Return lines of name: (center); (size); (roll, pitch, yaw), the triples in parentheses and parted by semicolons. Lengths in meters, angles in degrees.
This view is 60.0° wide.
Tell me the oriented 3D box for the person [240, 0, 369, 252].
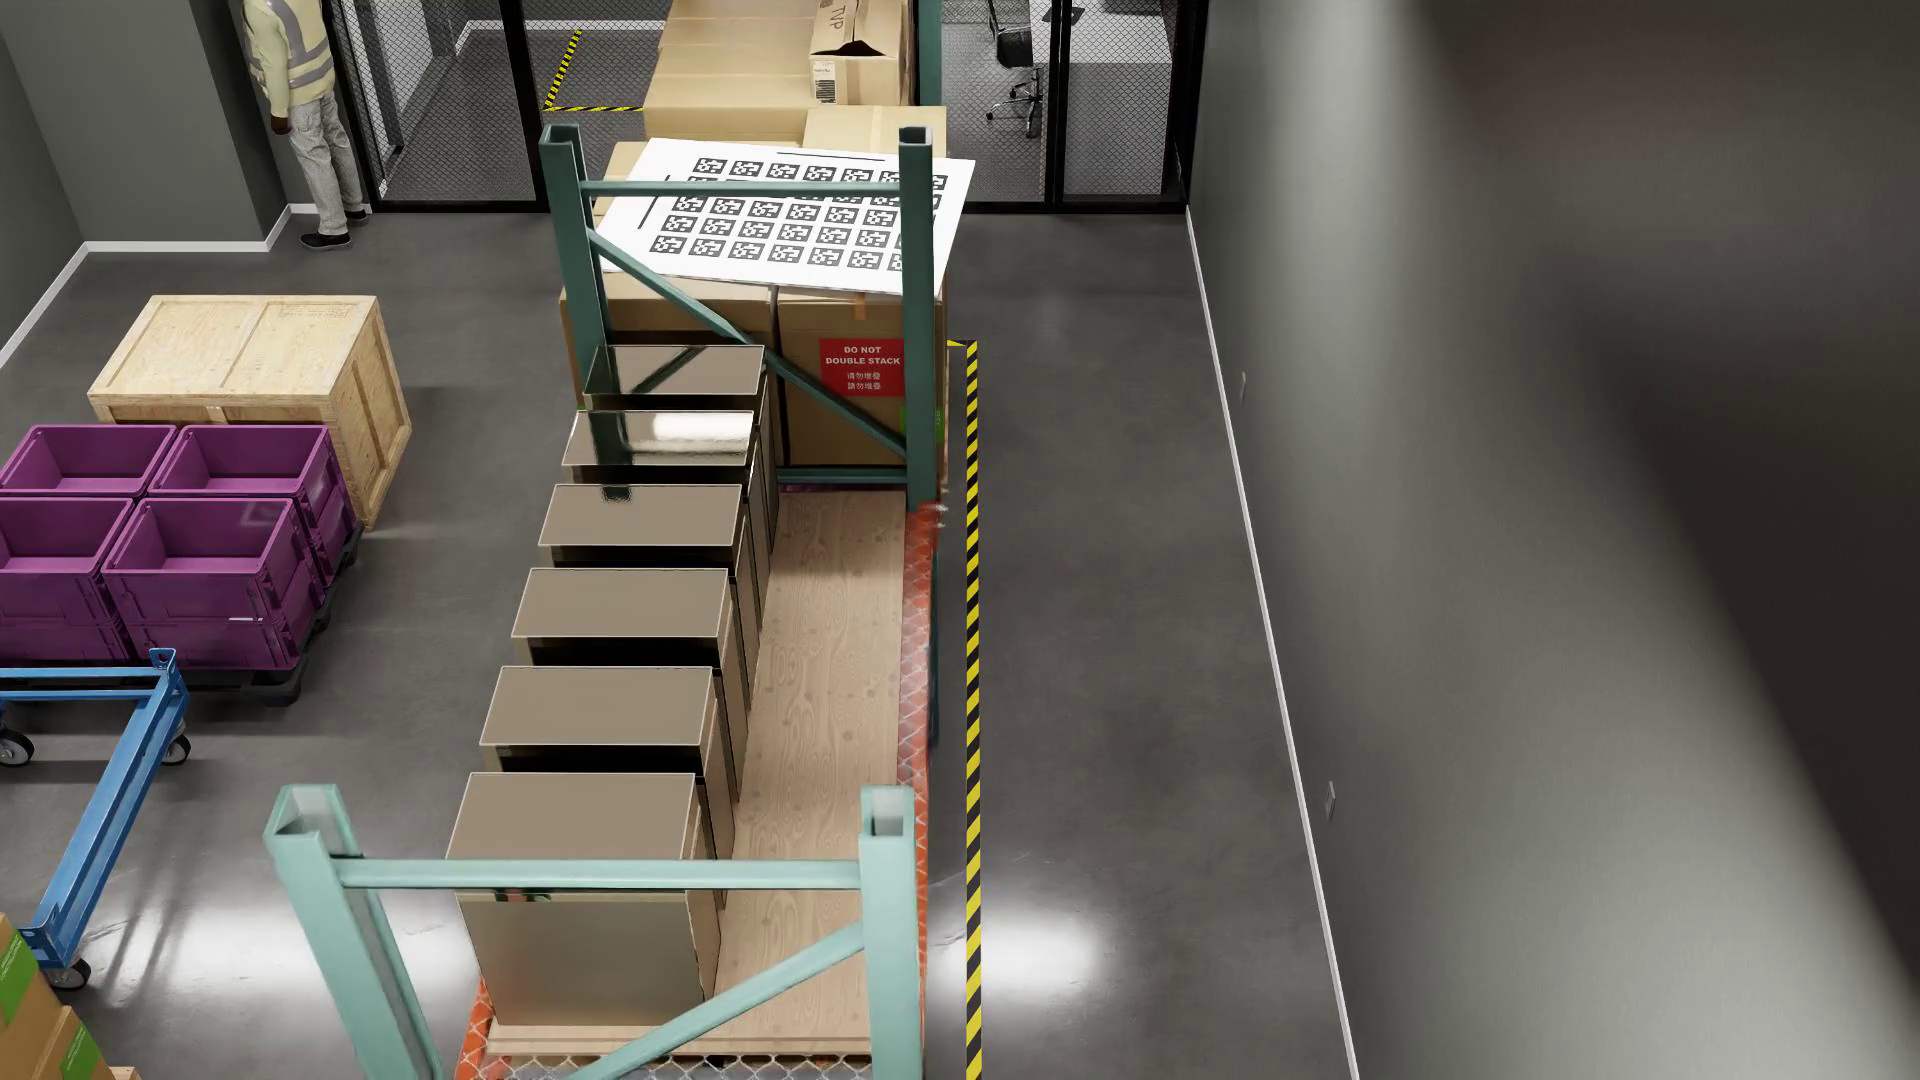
person: (-3.471, -2.392, 8.700); (0.403, 1.833, 0.590); (5, 41, 5)
